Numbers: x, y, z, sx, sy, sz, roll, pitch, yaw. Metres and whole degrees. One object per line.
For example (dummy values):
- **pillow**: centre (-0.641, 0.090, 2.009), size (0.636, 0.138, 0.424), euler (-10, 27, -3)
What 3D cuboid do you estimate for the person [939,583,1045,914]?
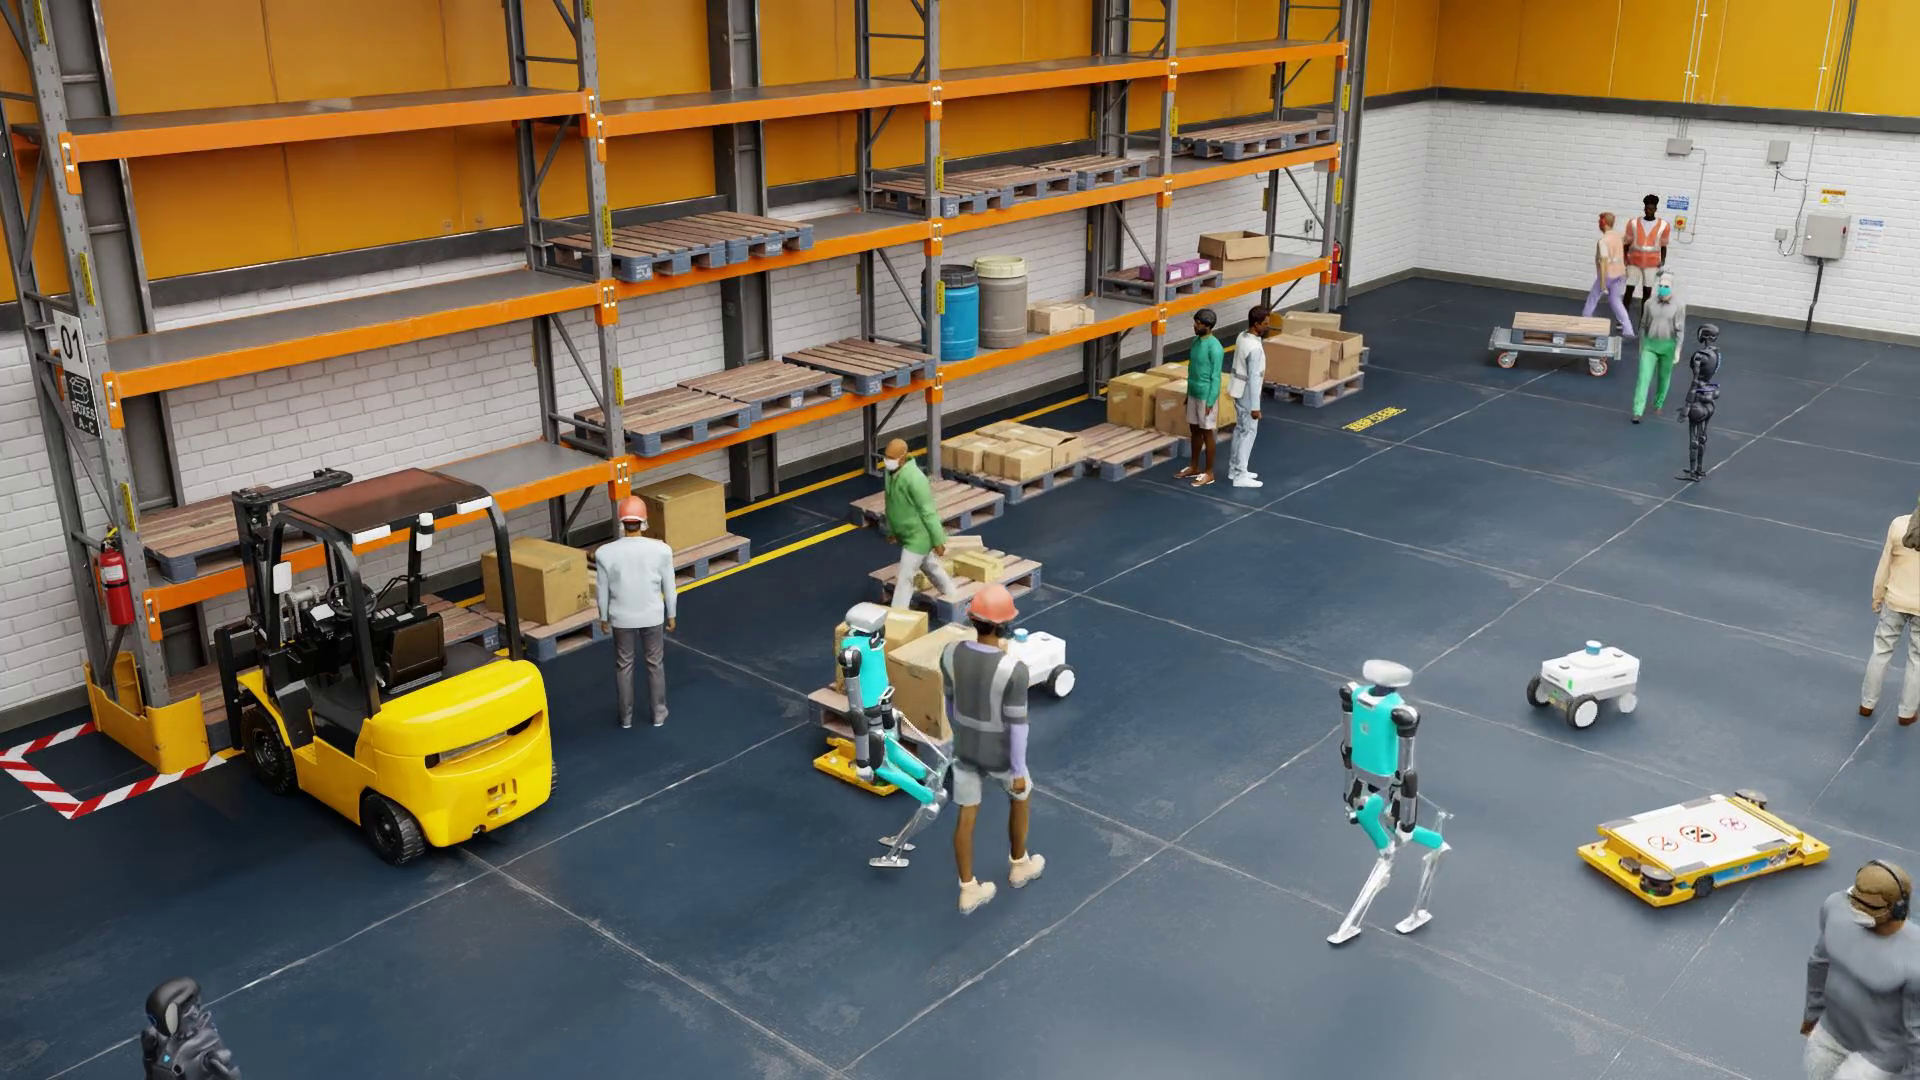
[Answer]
- **person**: centre (0.226, 1.184, 9.817), size (0.618, 2.016, 0.841), euler (13, 24, 31)

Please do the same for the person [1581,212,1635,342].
- **person**: centre (9.098, -3.681, 23.335), size (0.613, 1.785, 0.983), euler (-16, 26, -38)

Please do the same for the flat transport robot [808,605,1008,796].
- **flat transport robot**: centre (-0.304, 1.389, 11.788), size (0.659, 0.231, 1.431), euler (16, 26, 37)

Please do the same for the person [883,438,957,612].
- **person**: centre (-0.352, -0.051, 13.612), size (1.003, 1.720, 0.578), euler (-11, 23, -28)

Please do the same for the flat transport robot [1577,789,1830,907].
- **flat transport robot**: centre (4.643, 1.910, 10.375), size (1.431, 0.231, 0.659), euler (-9, 22, -22)

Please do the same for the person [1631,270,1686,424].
- **person**: centre (8.197, -2.266, 19.495), size (0.507, 1.793, 0.952), euler (10, 23, 25)

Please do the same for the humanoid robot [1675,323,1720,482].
- **humanoid robot**: centre (7.748, -1.450, 17.426), size (0.315, 1.657, 0.599), euler (18, 27, 40)

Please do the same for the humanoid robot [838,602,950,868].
- **humanoid robot**: centre (-0.338, 1.198, 9.992), size (0.735, 1.677, 0.533), euler (6, 21, 16)

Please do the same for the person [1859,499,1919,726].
- **person**: centre (6.901, 0.454, 12.026), size (0.562, 1.868, 0.396), euler (14, 24, 32)

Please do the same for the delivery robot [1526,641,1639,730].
- **delivery robot**: centre (4.642, 1.047, 12.311), size (0.803, 0.601, 0.499), euler (-9, 22, -22)

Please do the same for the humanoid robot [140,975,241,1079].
- **humanoid robot**: centre (-3.068, 2.486, 6.856), size (0.603, 1.638, 0.762), euler (8, 22, 21)

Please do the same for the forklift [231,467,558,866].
- **forklift**: centre (-3.730, 0.710, 10.856), size (2.313, 2.155, 1.214), euler (17, 26, 38)

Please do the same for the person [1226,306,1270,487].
- **person**: centre (2.978, -1.483, 17.212), size (0.408, 1.907, 0.596), euler (-2, 20, -4)

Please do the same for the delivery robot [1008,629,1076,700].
- **delivery robot**: centre (0.461, 0.957, 12.536), size (0.787, 0.587, 0.499), euler (-17, 26, -39)

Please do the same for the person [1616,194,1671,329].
- **person**: centre (9.818, -3.985, 23.901), size (0.612, 1.963, 0.362), euler (8, 22, 22)

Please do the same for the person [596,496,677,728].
- **person**: centre (-2.325, 0.523, 12.010), size (0.572, 1.739, 0.351), euler (-4, 21, -10)

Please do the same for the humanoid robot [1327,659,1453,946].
- **humanoid robot**: centre (2.517, 1.472, 9.472), size (0.890, 1.784, 0.559), euler (-12, 23, -29)

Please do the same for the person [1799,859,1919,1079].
- **person**: centre (3.991, 2.197, 7.254), size (0.736, 1.906, 0.655), euler (-5, 21, -13)

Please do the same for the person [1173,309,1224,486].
- **person**: centre (2.530, -1.493, 17.316), size (0.397, 1.850, 0.492), euler (-9, 22, -24)
